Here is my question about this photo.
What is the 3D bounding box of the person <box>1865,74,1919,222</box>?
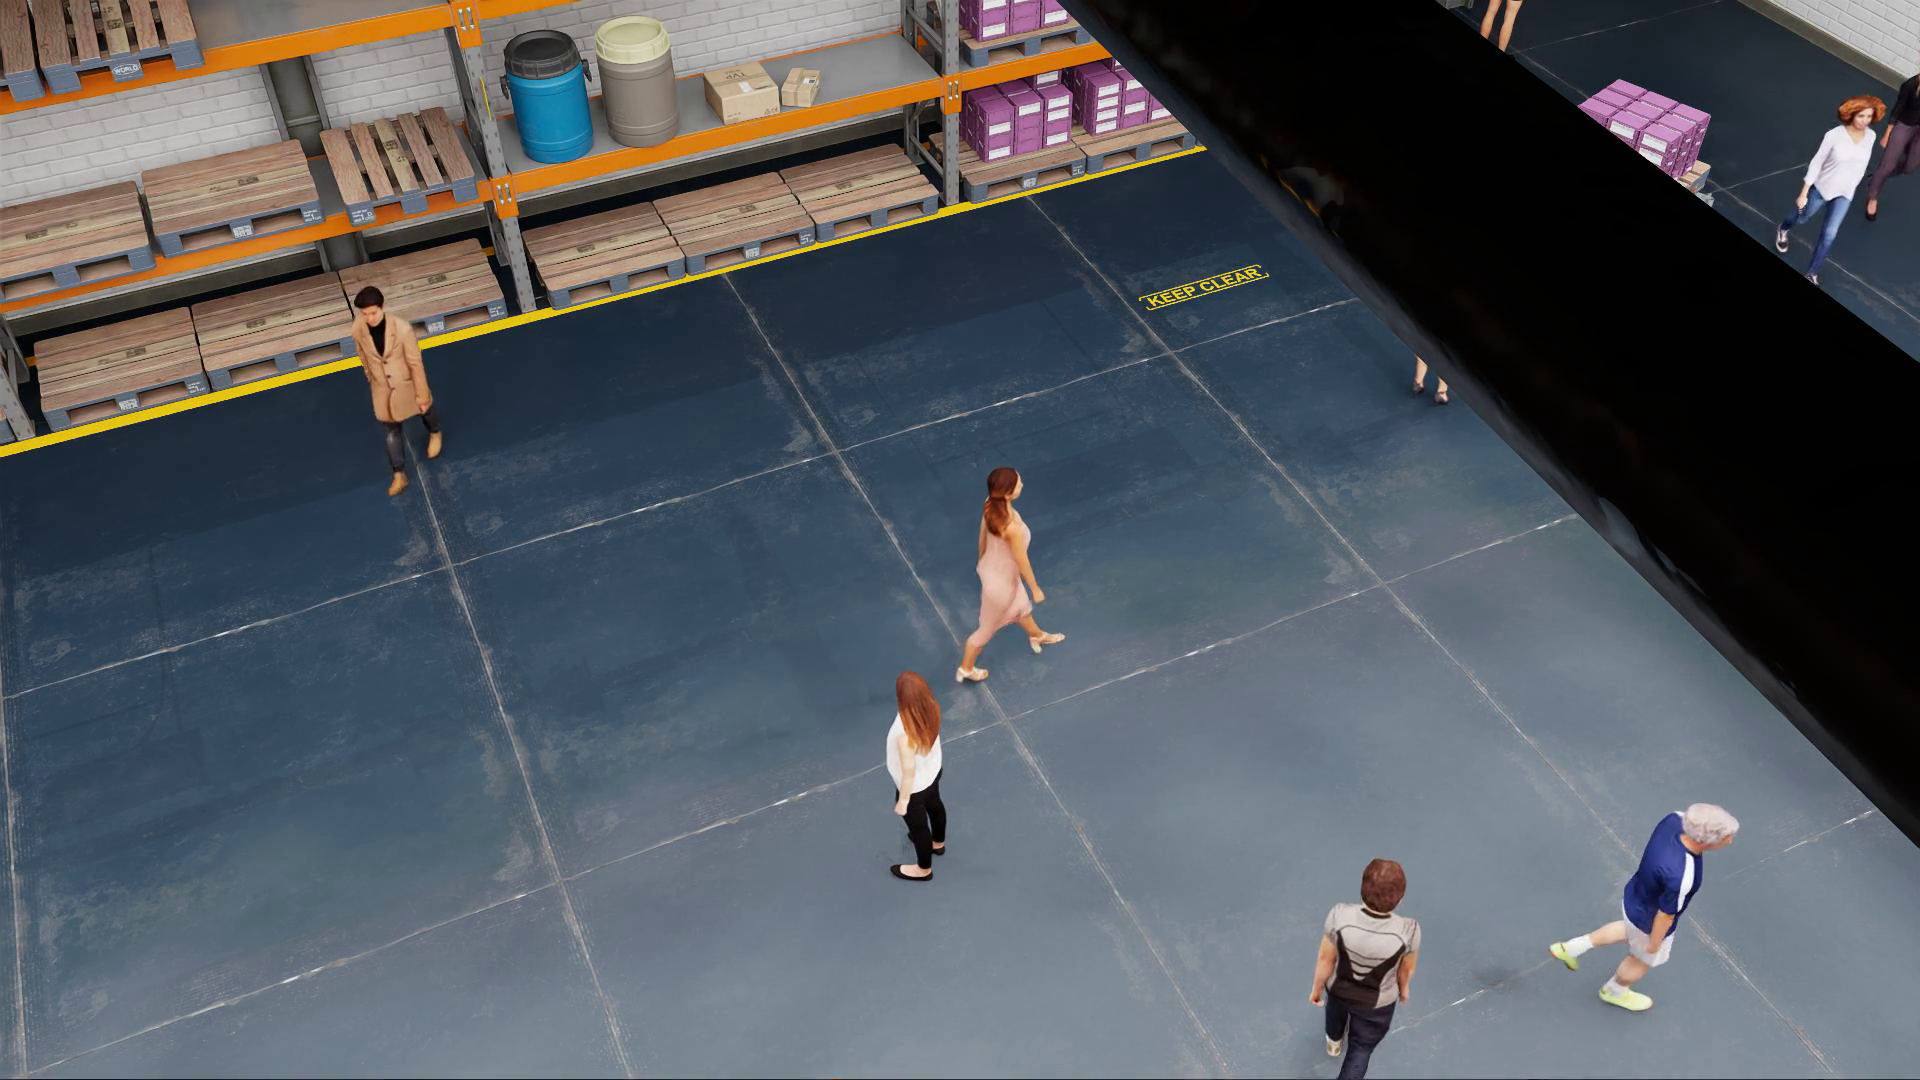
[{"bbox_3d":[8.398,-3.651,14.830,0.732,1.665,0.772,-6,44,-6],"label":"person"}]

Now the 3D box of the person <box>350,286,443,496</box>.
[{"bbox_3d":[-4.125,-1.230,12.275,1.147,1.683,1.053,1,44,1],"label":"person"}]

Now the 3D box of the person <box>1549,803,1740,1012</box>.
[{"bbox_3d":[3.599,1.945,8.848,0.993,1.813,0.905,7,44,7],"label":"person"}]

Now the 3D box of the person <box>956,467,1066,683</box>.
[{"bbox_3d":[0.169,0.281,10.607,1.056,1.797,0.701,-12,45,-13],"label":"person"}]

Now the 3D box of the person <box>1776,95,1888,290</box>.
[{"bbox_3d":[7.388,-3.039,14.176,1.153,1.680,1.063,3,44,4],"label":"person"}]

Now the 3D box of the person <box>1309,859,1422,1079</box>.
[{"bbox_3d":[2.009,2.333,8.404,1.120,1.865,1.231,18,46,18],"label":"person"}]

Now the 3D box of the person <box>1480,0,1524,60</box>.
[{"bbox_3d":[5.597,-5.735,16.908,0.606,1.816,0.704,-30,51,-28],"label":"person"}]

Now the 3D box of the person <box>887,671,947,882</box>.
[{"bbox_3d":[-0.224,1.354,9.537,0.705,1.719,0.632,17,46,17],"label":"person"}]
